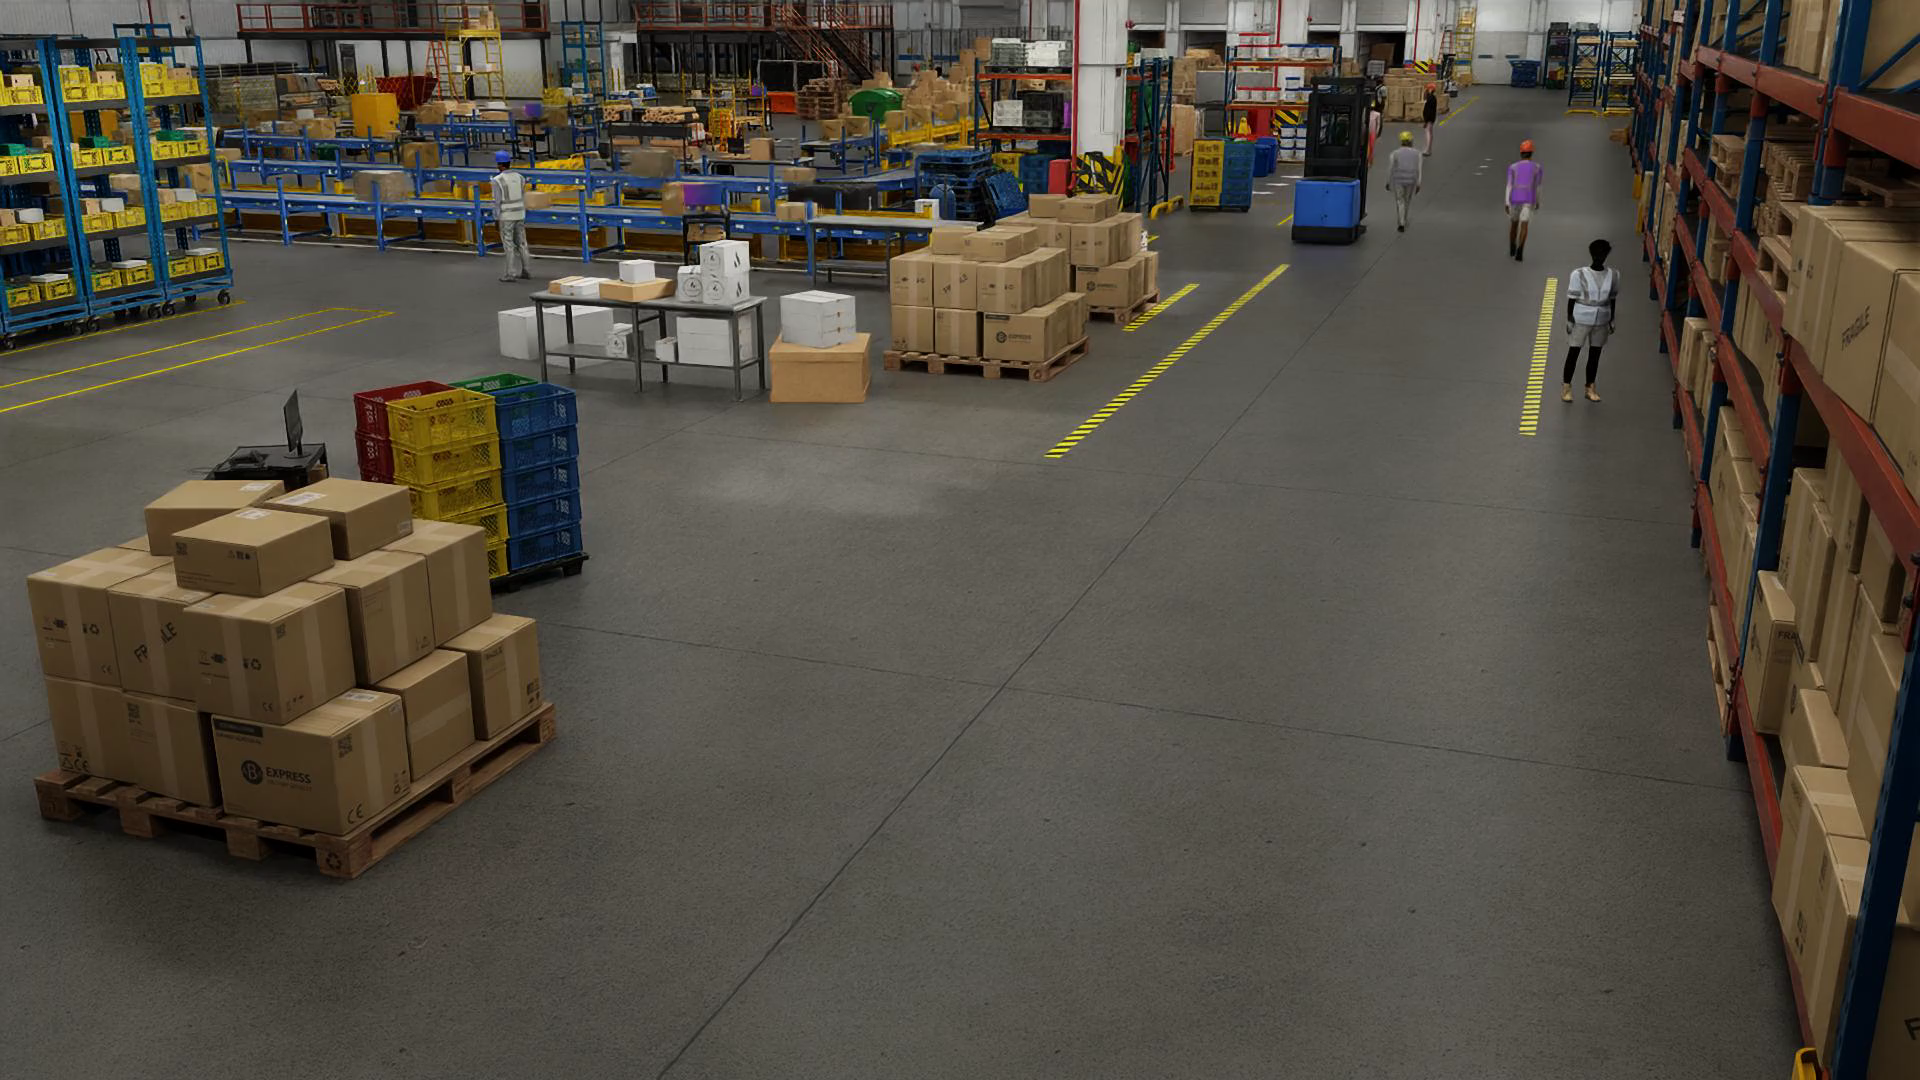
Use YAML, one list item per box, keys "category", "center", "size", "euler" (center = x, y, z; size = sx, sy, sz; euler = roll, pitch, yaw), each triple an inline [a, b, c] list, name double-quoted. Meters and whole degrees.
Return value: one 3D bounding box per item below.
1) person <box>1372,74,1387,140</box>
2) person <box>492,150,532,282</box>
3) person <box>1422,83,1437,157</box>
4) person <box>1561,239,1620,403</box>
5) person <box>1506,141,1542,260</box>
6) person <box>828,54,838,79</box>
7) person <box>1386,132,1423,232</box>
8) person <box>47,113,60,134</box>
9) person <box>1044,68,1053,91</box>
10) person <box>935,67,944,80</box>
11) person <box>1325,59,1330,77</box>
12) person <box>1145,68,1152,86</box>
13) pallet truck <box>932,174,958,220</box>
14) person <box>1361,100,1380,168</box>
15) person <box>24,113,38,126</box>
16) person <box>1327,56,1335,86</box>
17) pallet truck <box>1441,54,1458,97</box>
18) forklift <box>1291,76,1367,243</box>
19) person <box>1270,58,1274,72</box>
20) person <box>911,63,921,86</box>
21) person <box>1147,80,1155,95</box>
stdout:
- category: "person"
  center: [13.113, -13.674, 52.485]
  size: [0.535, 2.000, 0.674]
  euler: [-5, 18, -16]
- category: "person"
  center: [-6.749, -4.845, 24.919]
  size: [0.425, 1.938, 0.603]
  euler: [11, 21, 30]
- category: "person"
  center: [13.009, -11.637, 46.155]
  size: [0.375, 1.997, 0.612]
  euler: [9, 20, 26]
- category: "person"
  center: [6.508, -2.259, 17.168]
  size: [0.539, 1.698, 0.319]
  euler: [-1, 18, -2]
- category: "person"
  center: [9.203, -5.552, 27.211]
  size: [0.548, 1.902, 0.960]
  euler: [7, 19, 20]
- category: "person"
  center: [-6.209, -22.860, 81.604]
  size: [0.575, 1.882, 0.355]
  euler: [9, 20, 27]
- category: "person"
  center: [8.196, -6.629, 30.760]
  size: [0.604, 1.778, 0.936]
  euler: [1, 18, 3]
- category: "person"
  center: [-29.888, -14.377, 54.685]
  size: [0.605, 2.045, 0.378]
  euler: [-15, 23, -40]
- category: "person"
  center: [3.916, -20.900, 75.593]
  size: [0.989, 1.793, 0.533]
  euler: [-1, 18, -2]
- category: "person"
  center: [-0.761, -16.326, 60.935]
  size: [0.361, 1.964, 0.613]
  euler: [-2, 18, -7]
- category: "person"
  center: [19.161, -24.312, 86.141]
  size: [0.581, 1.901, 0.809]
  euler: [-8, 19, -23]
- category: "person"
  center: [7.163, -16.863, 62.807]
  size: [0.390, 1.852, 0.548]
  euler: [9, 20, 27]
- category: "pallet truck"
  center: [-0.507, -5.292, 27.348]
  size: [0.653, 1.274, 1.630]
  euler: [6, 19, 19]
- category: "person"
  center: [10.532, -10.479, 42.944]
  size: [0.521, 1.729, 0.808]
  euler: [6, 19, 19]
- category: "person"
  center: [-31.786, -14.916, 56.605]
  size: [0.643, 1.909, 0.410]
  euler: [-10, 20, -27]
- category: "person"
  center: [17.600, -21.914, 78.624]
  size: [1.003, 1.882, 0.651]
  euler: [-5, 18, -14]
- category: "pallet truck"
  center: [22.765, -21.886, 78.355]
  size: [0.823, 1.965, 1.885]
  euler: [-4, 18, -14]
- category: "forklift"
  center: [6.598, -6.755, 29.381]
  size: [1.129, 2.768, 1.873]
  euler: [6, 19, 19]
- category: "person"
  center: [16.172, -23.989, 85.249]
  size: [0.546, 1.827, 0.650]
  euler: [-1, 18, -2]
- category: "person"
  center: [-1.723, -18.366, 67.484]
  size: [1.031, 1.875, 0.556]
  euler: [1, 18, 4]
- category: "person"
  center: [6.487, -14.976, 57.209]
  size: [0.597, 1.649, 0.539]
  euler: [3, 18, 9]
